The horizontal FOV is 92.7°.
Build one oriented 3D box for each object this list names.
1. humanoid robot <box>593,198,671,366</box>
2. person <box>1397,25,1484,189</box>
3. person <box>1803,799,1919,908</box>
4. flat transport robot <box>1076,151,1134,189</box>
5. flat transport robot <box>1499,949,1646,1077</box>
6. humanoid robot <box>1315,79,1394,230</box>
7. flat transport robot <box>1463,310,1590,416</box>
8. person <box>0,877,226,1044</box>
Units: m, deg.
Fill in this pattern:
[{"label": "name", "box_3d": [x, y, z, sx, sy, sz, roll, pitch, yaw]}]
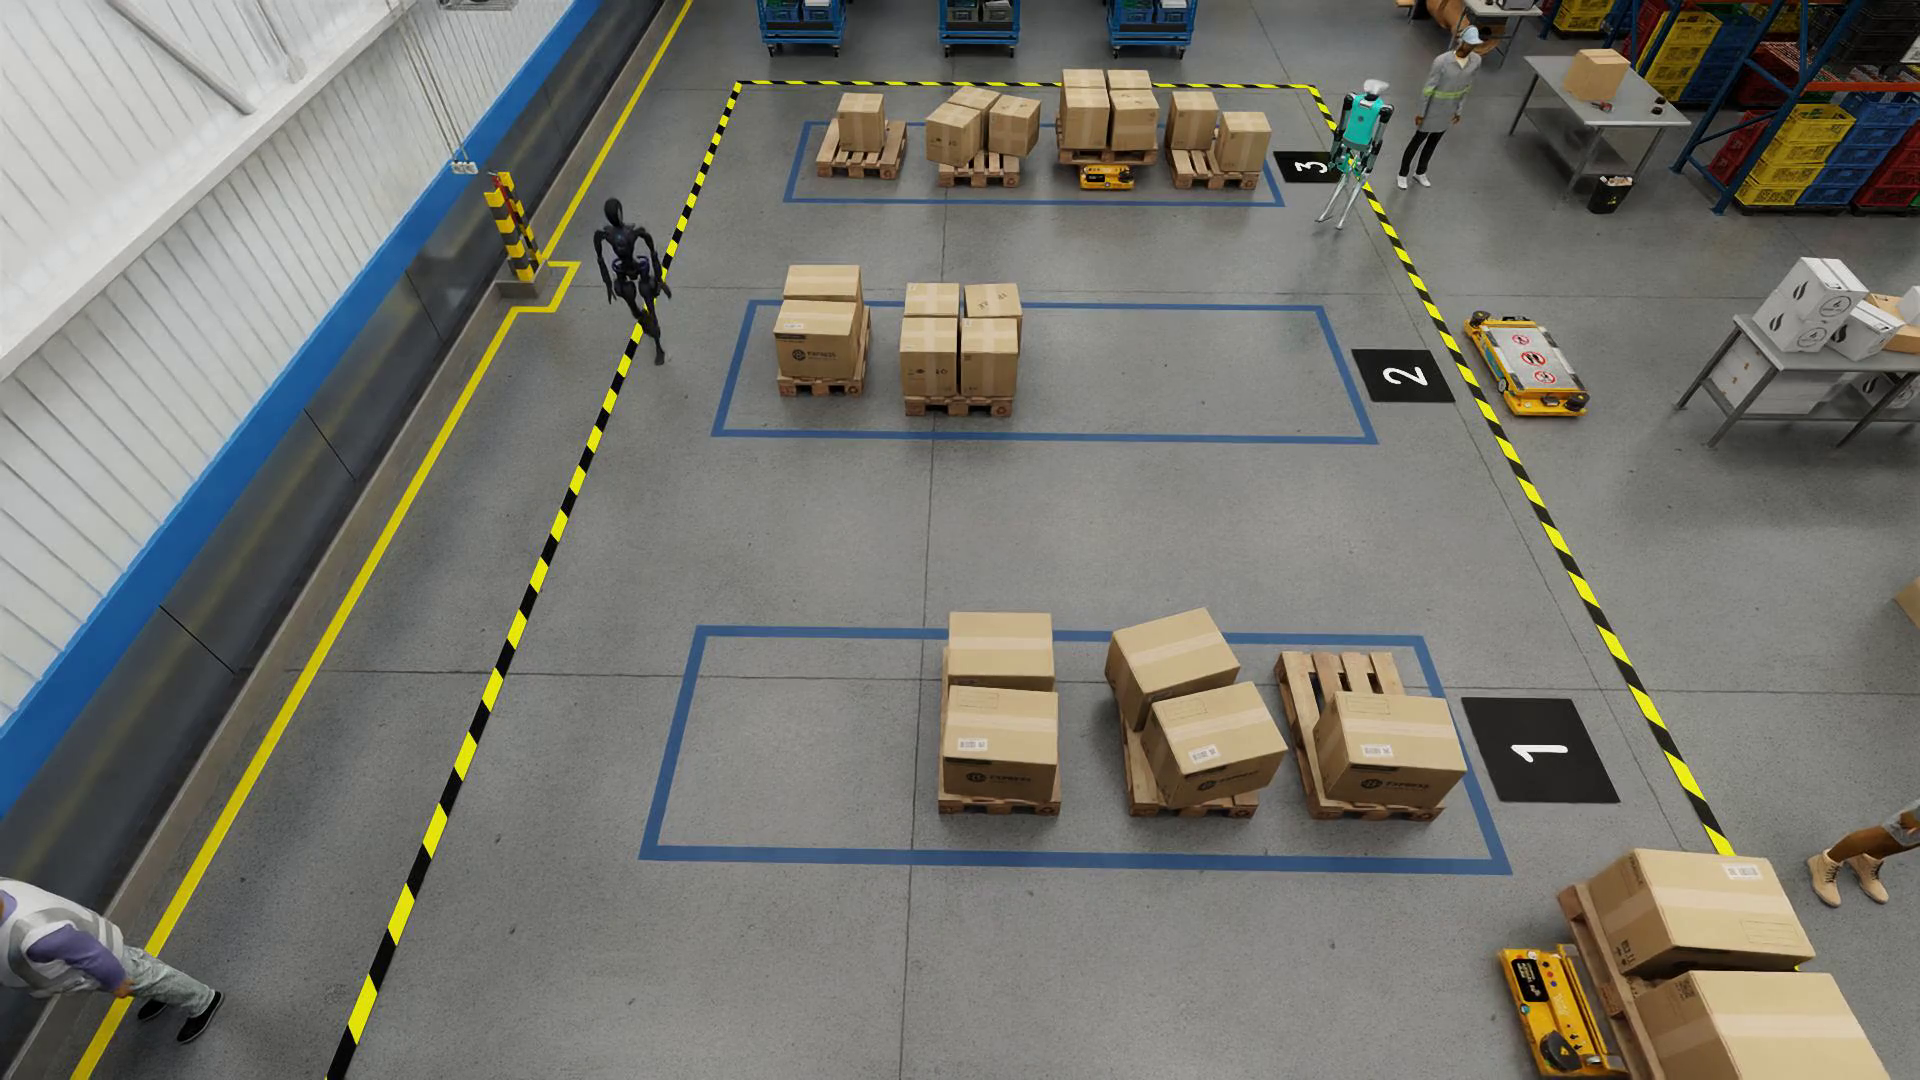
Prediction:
[{"label": "humanoid robot", "box_3d": [-3.124, -2.544, 8.826, 0.601, 1.642, 0.722, -8, 50, -7]}, {"label": "person", "box_3d": [5.722, -5.121, 10.919, 0.588, 1.852, 0.370, -7, 50, -6]}, {"label": "person", "box_3d": [5.597, 1.501, 5.060, 0.613, 2.045, 0.366, -2, 49, -1]}, {"label": "flat transport robot", "box_3d": [1.845, -4.982, 11.827, 0.652, 0.197, 1.431, 1, 49, 1]}, {"label": "flat transport robot", "box_3d": [3.934, 2.670, 5.204, 1.431, 0.197, 0.652, 1, 49, 1]}, {"label": "humanoid robot", "box_3d": [4.465, -4.336, 10.226, 0.533, 1.677, 0.735, 34, 57, 26]}, {"label": "flat transport robot", "box_3d": [5.573, -1.757, 9.054, 0.659, 0.231, 1.431, 1, 49, 1]}, {"label": "person", "box_3d": [-4.482, 2.132, 4.655, 0.587, 1.829, 0.403, 19, 52, 16]}]
